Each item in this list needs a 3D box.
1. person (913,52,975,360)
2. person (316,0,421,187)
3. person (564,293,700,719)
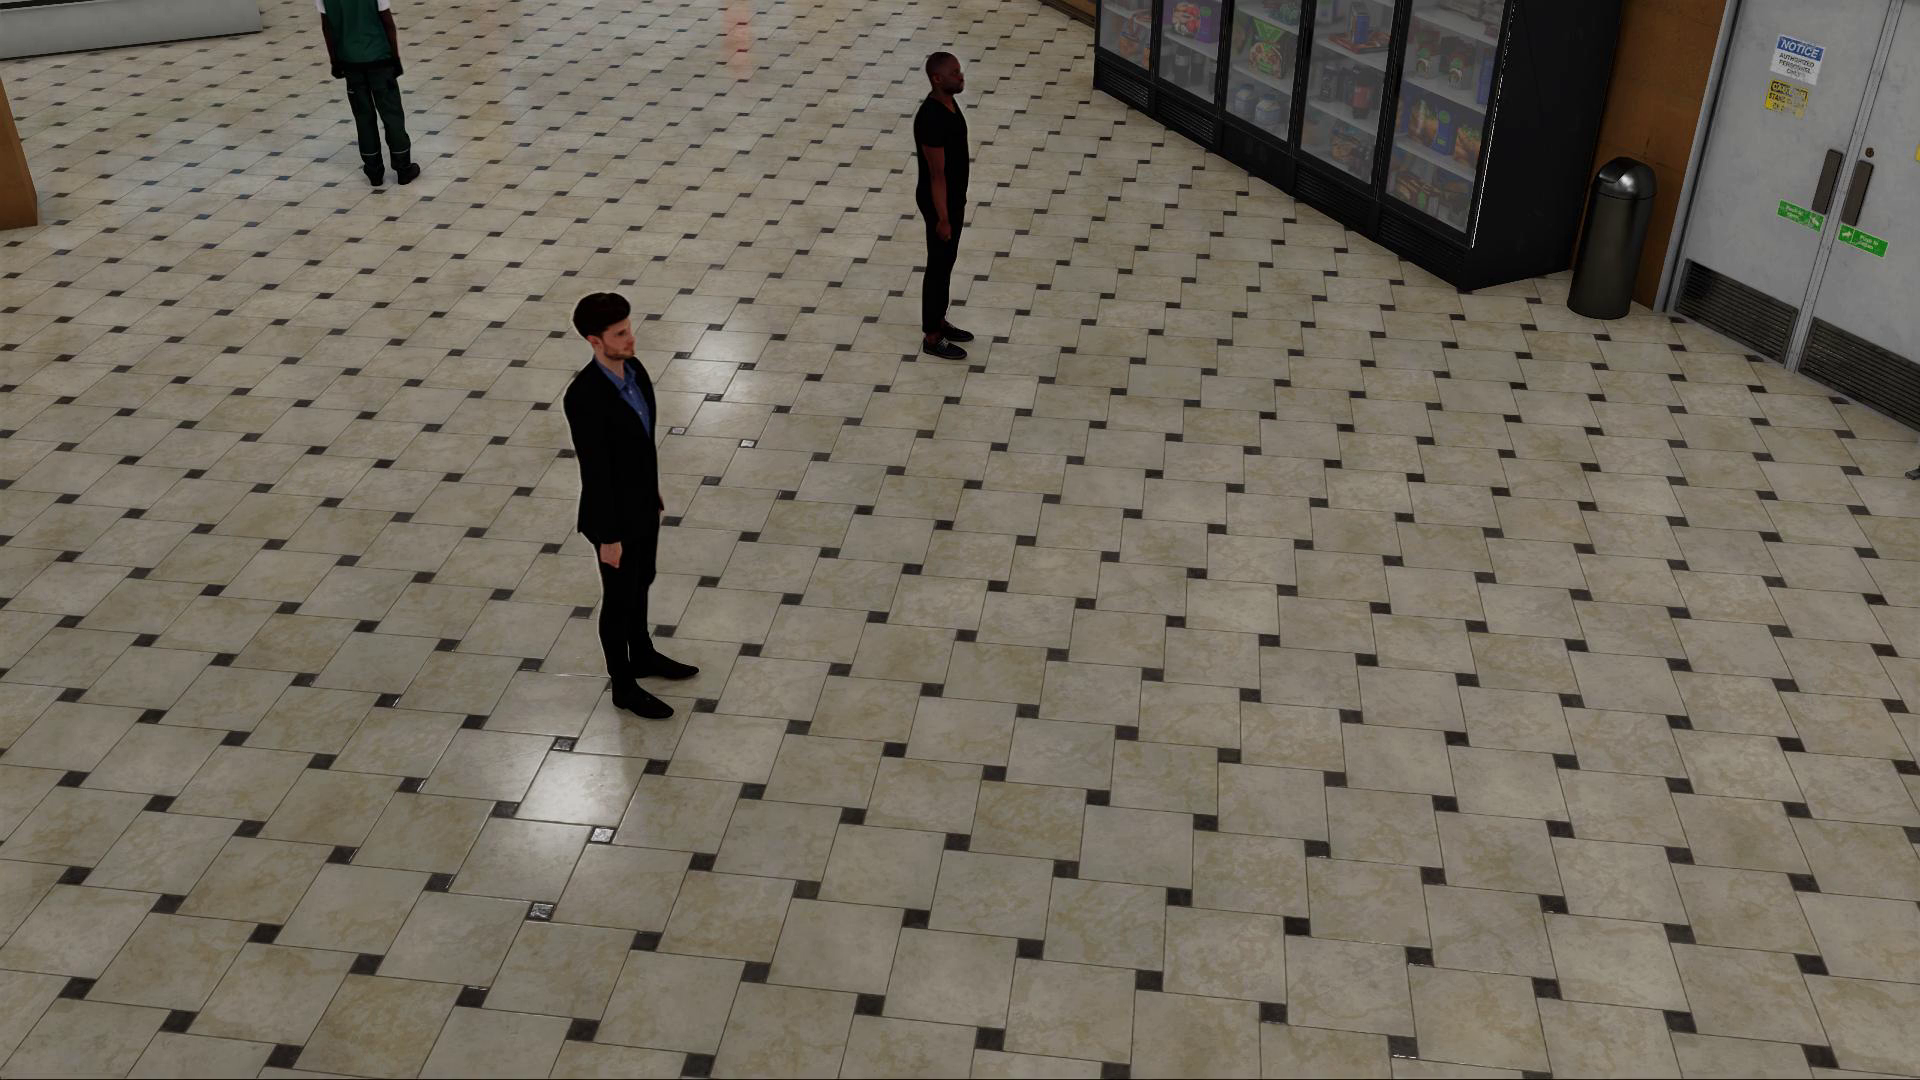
[{"bbox_3d":[-0.107,-1.982,9.856,0.770,1.820,0.752,6,32,9],"label":"person"},{"bbox_3d":[-4.411,-3.553,12.363,0.682,1.839,0.826,-2,32,-3],"label":"person"},{"bbox_3d":[-1.386,-0.147,6.839,0.816,1.892,0.790,7,32,10],"label":"person"}]
